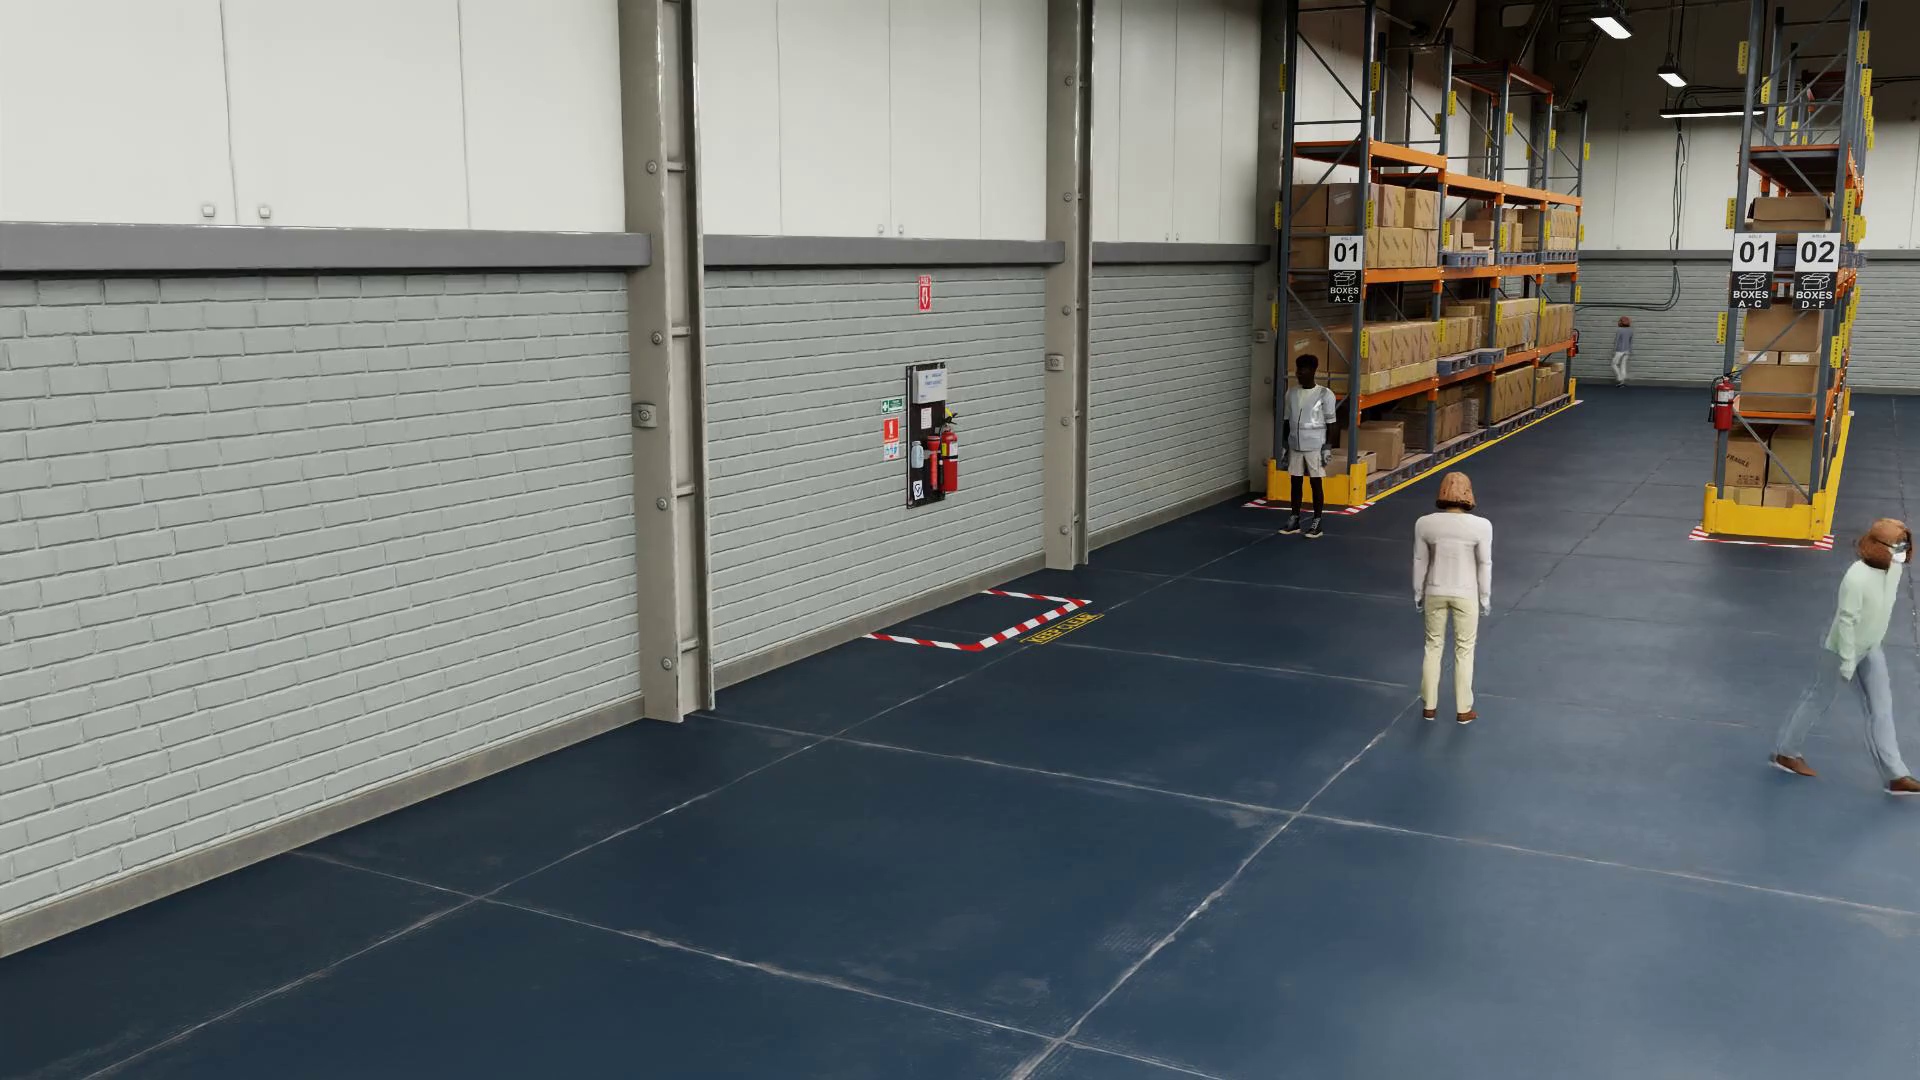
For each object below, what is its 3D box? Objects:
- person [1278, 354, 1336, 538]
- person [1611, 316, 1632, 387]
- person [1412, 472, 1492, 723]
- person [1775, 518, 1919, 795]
[{"bbox_3d":[3.699,-1.007,17.757,0.613,1.962,0.362,9,13,43],"label":"person"},{"bbox_3d":[15.076,-4.284,37.930,0.554,1.625,0.340,-5,11,-26],"label":"person"},{"bbox_3d":[3.158,0.368,10.699,0.500,1.626,0.306,6,11,30],"label":"person"},{"bbox_3d":[5.038,0.633,9.309,0.532,1.560,0.886,-5,11,-28],"label":"person"}]
